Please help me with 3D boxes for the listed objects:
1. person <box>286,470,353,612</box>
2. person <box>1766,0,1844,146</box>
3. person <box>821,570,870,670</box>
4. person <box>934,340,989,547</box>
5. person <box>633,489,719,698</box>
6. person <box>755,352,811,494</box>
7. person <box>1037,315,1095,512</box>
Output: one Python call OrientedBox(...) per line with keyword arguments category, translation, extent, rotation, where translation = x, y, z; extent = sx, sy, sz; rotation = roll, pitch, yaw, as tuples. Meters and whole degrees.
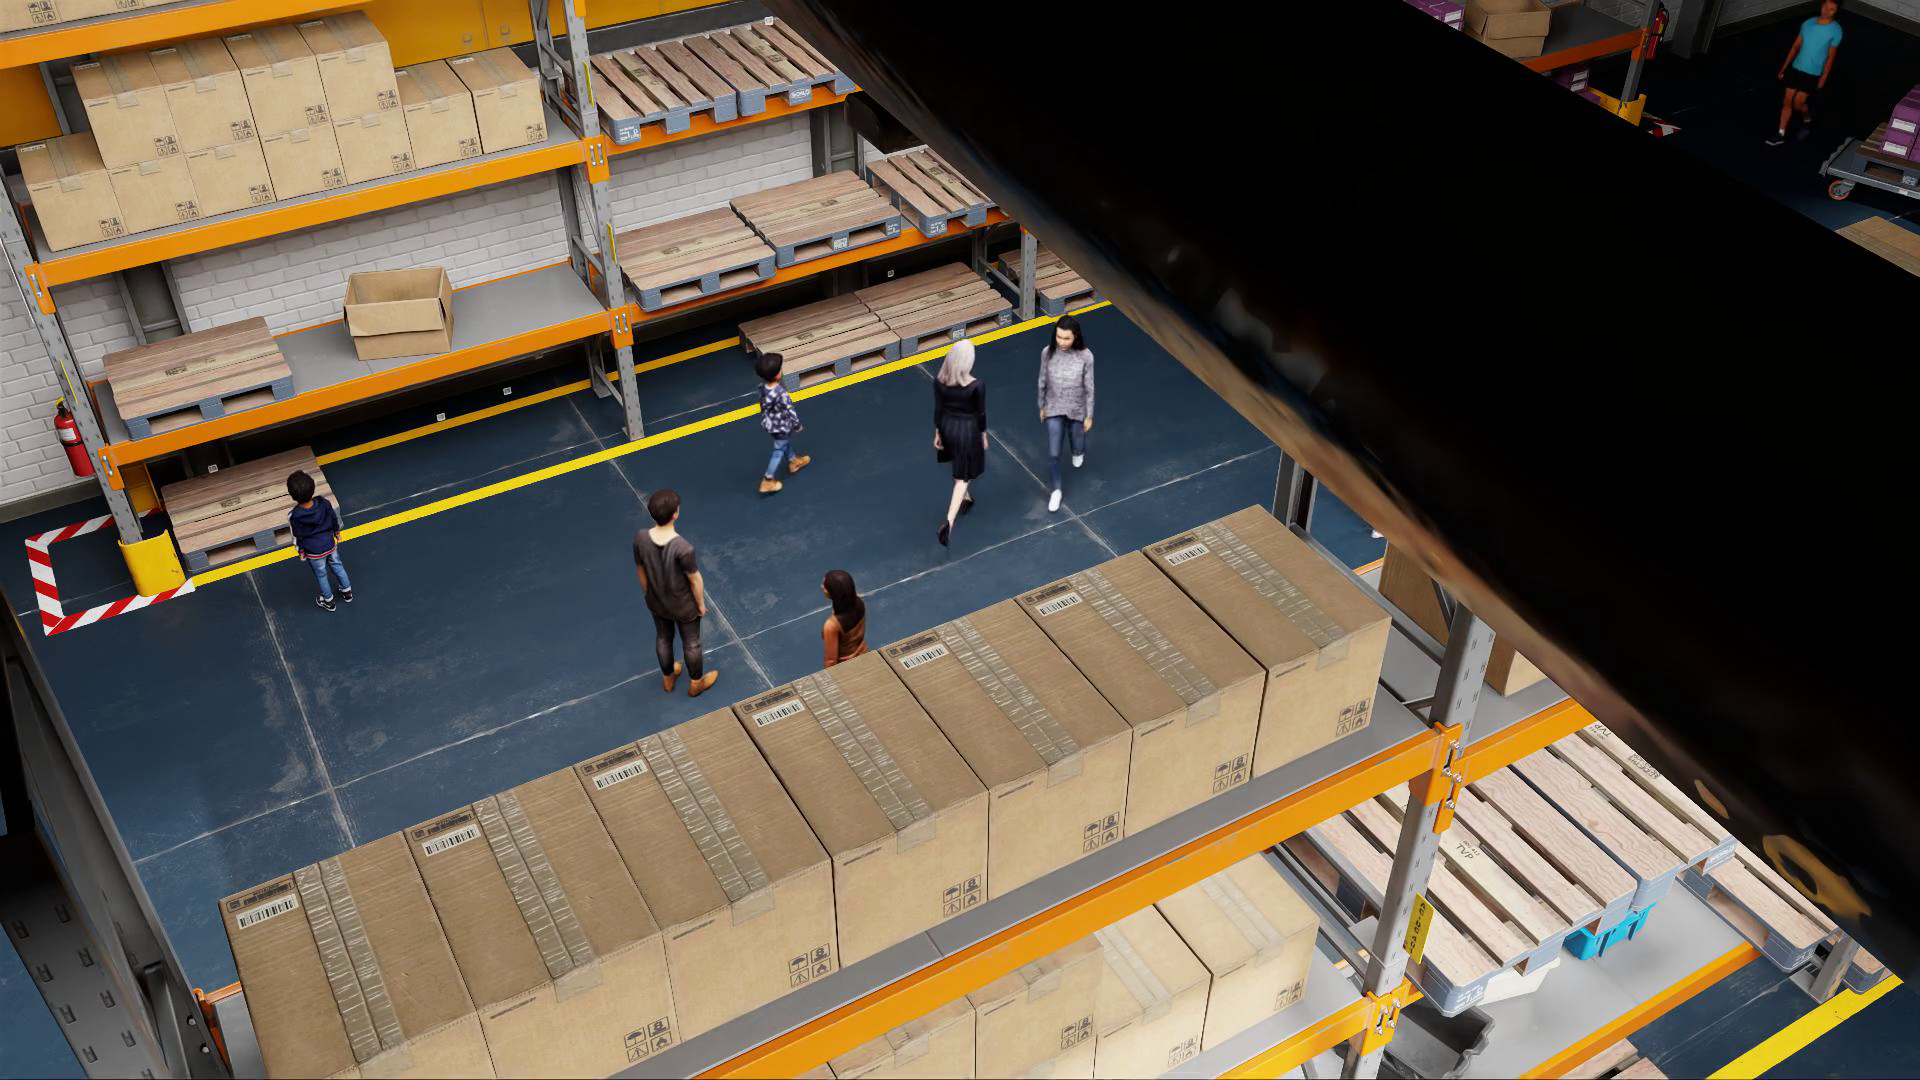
OrientedBox(category="person", translation=(-4.773, 0.006, 12.357), extent=(0.485, 1.221, 0.617), rotation=(-30, 48, -32))
OrientedBox(category="person", translation=(9.459, -5.219, 18.464), extent=(0.727, 1.763, 0.647), rotation=(-19, 42, -22))
OrientedBox(category="person", translation=(-0.732, 0.861, 10.915), extent=(0.705, 1.684, 0.612), rotation=(18, 42, 21))
OrientedBox(category="person", translation=(-0.011, -0.731, 12.882), extent=(1.022, 1.716, 1.129), rotation=(13, 40, 15))
OrientedBox(category="person", translation=(-1.989, 0.377, 11.497), extent=(0.703, 1.714, 0.745), rotation=(13, 40, 15))
OrientedBox(category="person", translation=(-1.505, -0.935, 13.529), extent=(0.858, 1.229, 0.590), rotation=(-29, 47, -32))
OrientedBox(category="person", translation=(0.871, -1.078, 13.319), extent=(0.962, 1.714, 1.009), rotation=(8, 39, 10))
